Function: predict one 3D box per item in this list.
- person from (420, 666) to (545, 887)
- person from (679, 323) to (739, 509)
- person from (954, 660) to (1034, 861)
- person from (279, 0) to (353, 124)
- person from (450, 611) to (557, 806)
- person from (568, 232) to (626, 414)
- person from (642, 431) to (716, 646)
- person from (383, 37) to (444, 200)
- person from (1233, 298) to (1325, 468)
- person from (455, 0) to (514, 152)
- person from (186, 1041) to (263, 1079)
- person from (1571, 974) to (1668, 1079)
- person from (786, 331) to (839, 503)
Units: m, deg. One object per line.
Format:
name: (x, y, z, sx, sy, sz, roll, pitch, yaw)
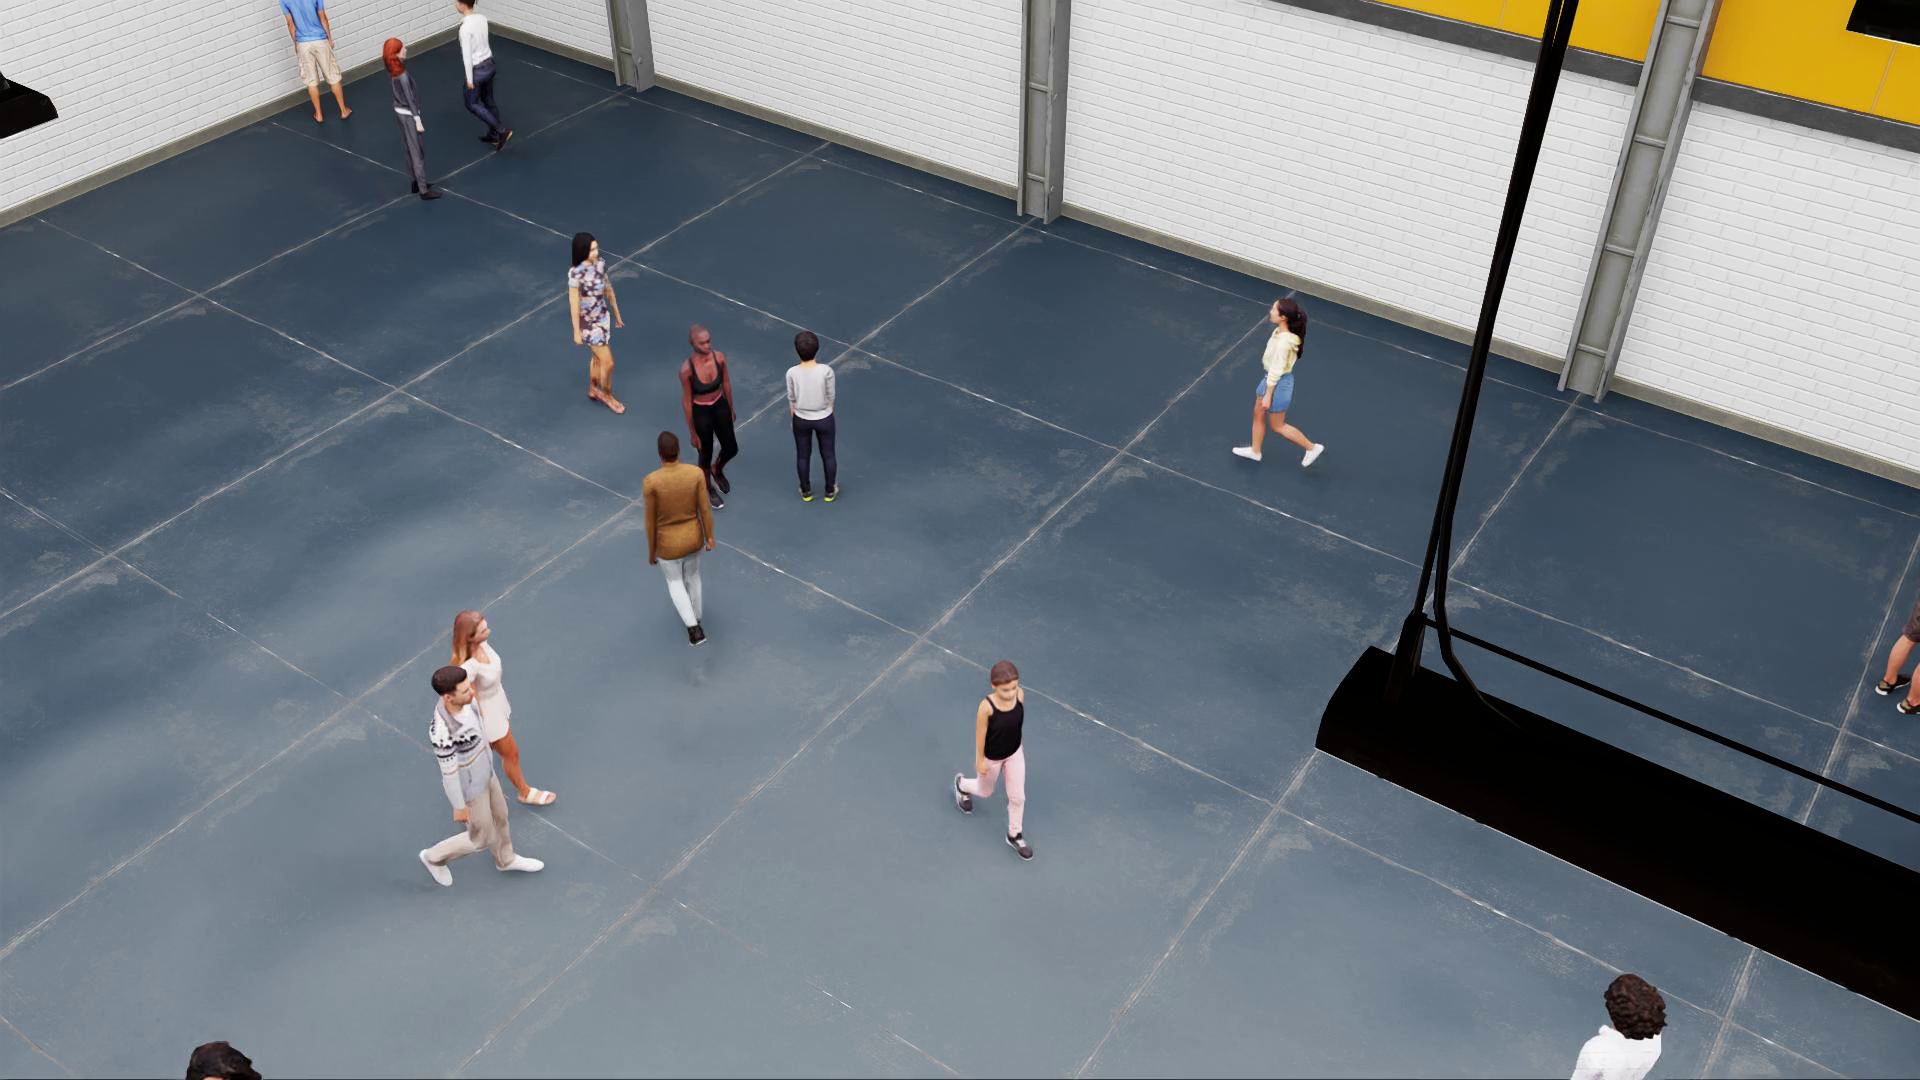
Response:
person: (-3.126, 1.477, 10.339, 1.092, 1.836, 0.986, 0, 39, 0)
person: (-2.099, -1.058, 13.589, 0.735, 1.742, 0.755, -23, 44, -26)
person: (0.213, 1.336, 10.752, 0.784, 1.542, 1.052, -20, 43, -23)
person: (-7.571, -5.820, 19.456, 0.742, 1.863, 0.767, -12, 40, -15)
person: (-3.174, 1.123, 10.914, 1.055, 1.674, 0.904, 2, 39, 2)
person: (-3.306, -1.942, 14.718, 0.712, 1.716, 0.646, 19, 42, 22)
person: (-2.025, 0.055, 12.148, 0.898, 1.802, 1.005, -12, 40, -15)
person: (-5.941, -4.550, 17.933, 0.704, 1.779, 0.537, -24, 45, -27)
person: (2.742, -1.274, 13.962, 1.081, 1.615, 0.843, 10, 40, 13)
person: (-5.363, -5.288, 18.797, 0.913, 1.855, 0.733, 16, 41, 19)
person: (-3.676, 3.068, 8.525, 0.743, 1.615, 0.847, -18, 42, -21)
person: (3.332, 2.960, 8.536, 1.097, 1.770, 1.221, -10, 40, -12)
person: (-1.211, -1.000, 13.676, 0.615, 1.544, 0.697, 0, 39, 0)
